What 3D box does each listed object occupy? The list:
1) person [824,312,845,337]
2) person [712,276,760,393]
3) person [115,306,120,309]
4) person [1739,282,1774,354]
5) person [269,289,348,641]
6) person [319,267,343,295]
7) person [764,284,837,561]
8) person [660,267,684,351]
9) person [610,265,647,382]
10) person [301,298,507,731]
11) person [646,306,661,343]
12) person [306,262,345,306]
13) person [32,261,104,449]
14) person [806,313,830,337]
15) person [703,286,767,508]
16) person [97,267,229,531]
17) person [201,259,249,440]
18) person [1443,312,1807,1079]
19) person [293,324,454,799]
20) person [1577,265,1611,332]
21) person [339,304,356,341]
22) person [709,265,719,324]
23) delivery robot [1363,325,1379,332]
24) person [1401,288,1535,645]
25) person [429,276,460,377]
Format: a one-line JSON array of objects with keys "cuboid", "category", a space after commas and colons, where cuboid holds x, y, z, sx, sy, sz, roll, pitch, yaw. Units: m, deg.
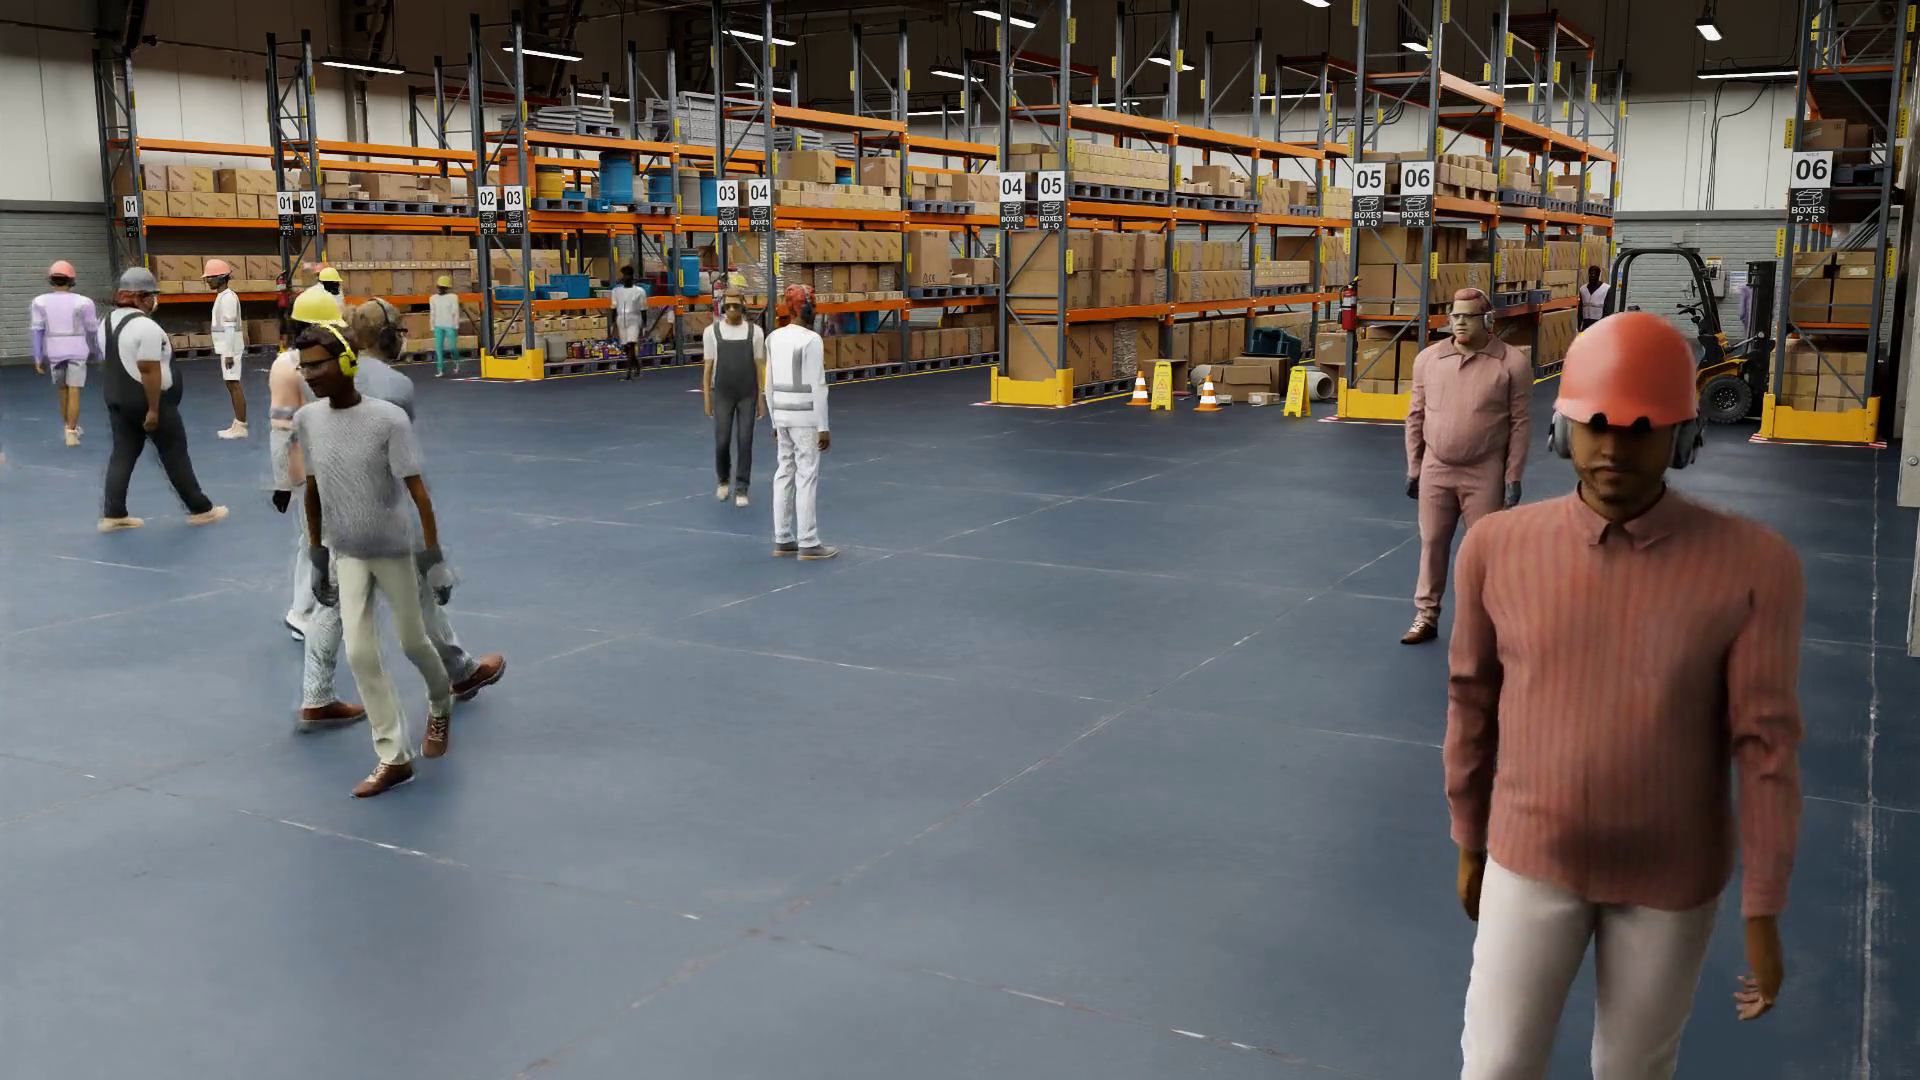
[{"cuboid": [-2.347, -3.985, 30.474, 0.735, 1.738, 0.549, -7, 12, -37], "category": "person"}, {"cuboid": [-3.325, -3.079, 25.042, 0.961, 1.761, 0.617, 4, 10, 20], "category": "person"}, {"cuboid": [-15.243, -3.944, 30.606, 0.504, 1.612, 0.652, -3, 10, -18], "category": "person"}, {"cuboid": [16.247, -4.634, 33.940, 0.643, 1.856, 1.012, 4, 11, 24], "category": "person"}, {"cuboid": [-3.408, -0.378, 8.861, 0.483, 1.901, 0.581, 0, 10, -2], "category": "person"}, {"cuboid": [-8.055, -2.523, 21.340, 0.370, 1.927, 0.588, -2, 10, -13], "category": "person"}, {"cuboid": [-1.101, -0.802, 11.391, 0.337, 1.882, 0.584, -9, 13, -42], "category": "person"}, {"cuboid": [-6.410, -5.109, 36.581, 0.552, 1.911, 0.942, 4, 11, 23], "category": "person"}, {"cuboid": [-5.517, -3.634, 27.833, 0.611, 1.942, 0.890, 2, 10, 14], "category": "person"}, {"cuboid": [-2.576, -0.133, 7.467, 0.649, 1.880, 1.023, 7, 12, 36], "category": "person"}, {"cuboid": [-6.376, -4.543, 34.118, 0.505, 1.608, 0.765, 5, 11, 29], "category": "person"}, {"cuboid": [-9.456, -3.155, 24.868, 0.639, 1.983, 0.441, 1, 10, 5], "category": "person"}, {"cuboid": [-9.709, -2.028, 18.198, 0.634, 2.005, 0.965, -2, 10, -11], "category": "person"}, {"cuboid": [-2.610, -3.918, 29.518, 0.626, 1.933, 0.362, 0, 10, 0], "category": "person"}, {"cuboid": [-1.853, -1.174, 13.749, 0.504, 1.833, 0.393, -2, 10, -12], "category": "person"}, {"cuboid": [-6.171, -1.101, 12.688, 0.687, 2.000, 0.884, 6, 11, 30], "category": "person"}, {"cuboid": [-8.338, -2.153, 18.869, 0.398, 2.035, 0.606, -5, 11, -29], "category": "person"}, {"cuboid": [1.158, 0.589, 2.989, 0.616, 1.976, 0.449, 5, 11, 26], "category": "person"}, {"cuboid": [-2.253, 0.048, 6.625, 0.635, 1.817, 0.763, 2, 10, 14], "category": "person"}, {"cuboid": [10.975, -3.788, 28.801, 0.377, 1.912, 0.588, -8, 13, -40], "category": "person"}, {"cuboid": [-5.583, -1.316, 15.118, 0.311, 1.638, 0.522, -1, 10, -3], "category": "person"}, {"cuboid": [-5.566, -5.404, 38.384, 0.534, 1.868, 0.309, 5, 11, 28], "category": "person"}, {"cuboid": [9.379, -4.631, 37.421, 0.707, 0.478, 0.477, -2, 10, -12], "category": "delivery robot"}, {"cuboid": [2.649, -0.364, 8.762, 0.643, 1.908, 0.399, 6, 11, 32], "category": "person"}, {"cuboid": [-8.856, -3.670, 28.595, 0.556, 1.737, 0.452, 0, 10, 2], "category": "person"}]
